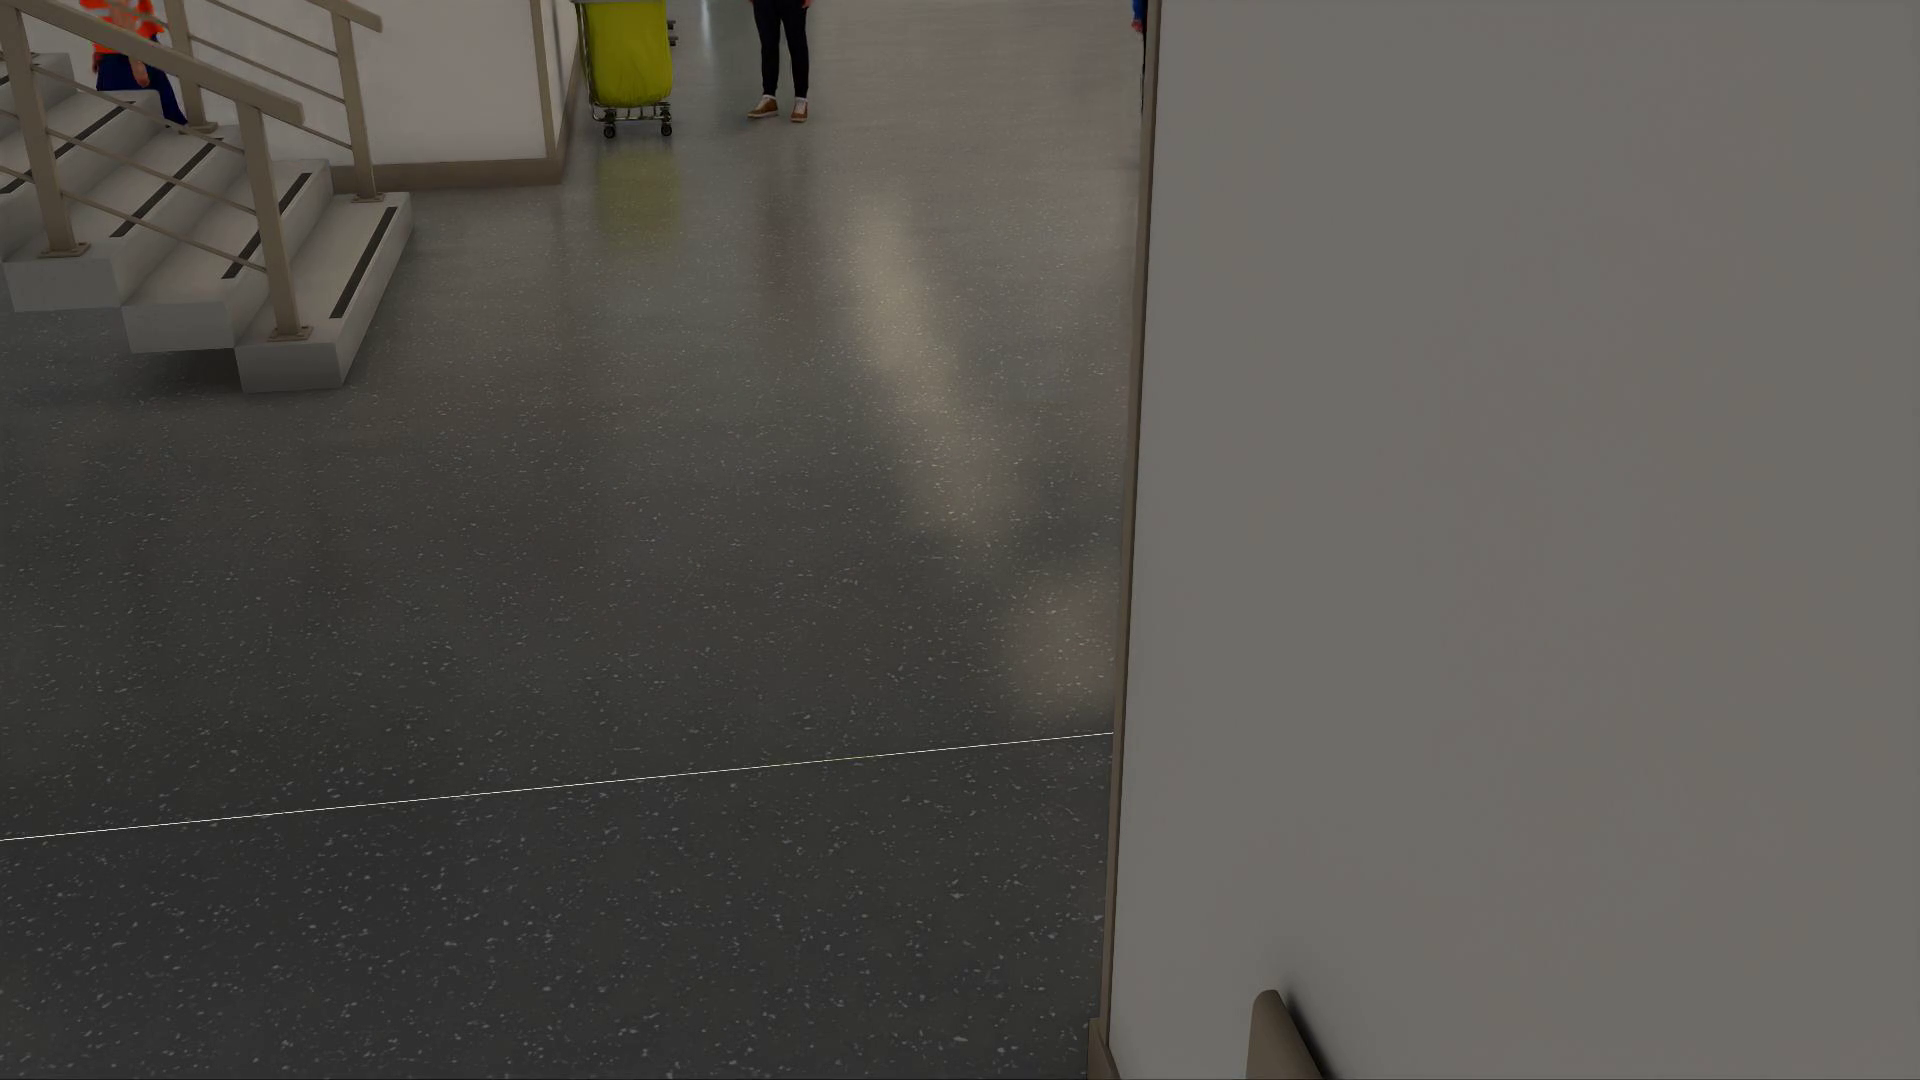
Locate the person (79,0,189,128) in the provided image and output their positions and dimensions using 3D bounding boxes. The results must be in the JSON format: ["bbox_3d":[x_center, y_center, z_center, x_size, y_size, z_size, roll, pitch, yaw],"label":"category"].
[{"bbox_3d":[-4.418,-2.643,9.038,1.075,1.854,0.681,-5,26,-10],"label":"person"}]

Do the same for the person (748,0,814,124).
[{"bbox_3d":[-1.254,-3.899,11.594,0.684,1.896,0.799,9,27,19],"label":"person"}]
